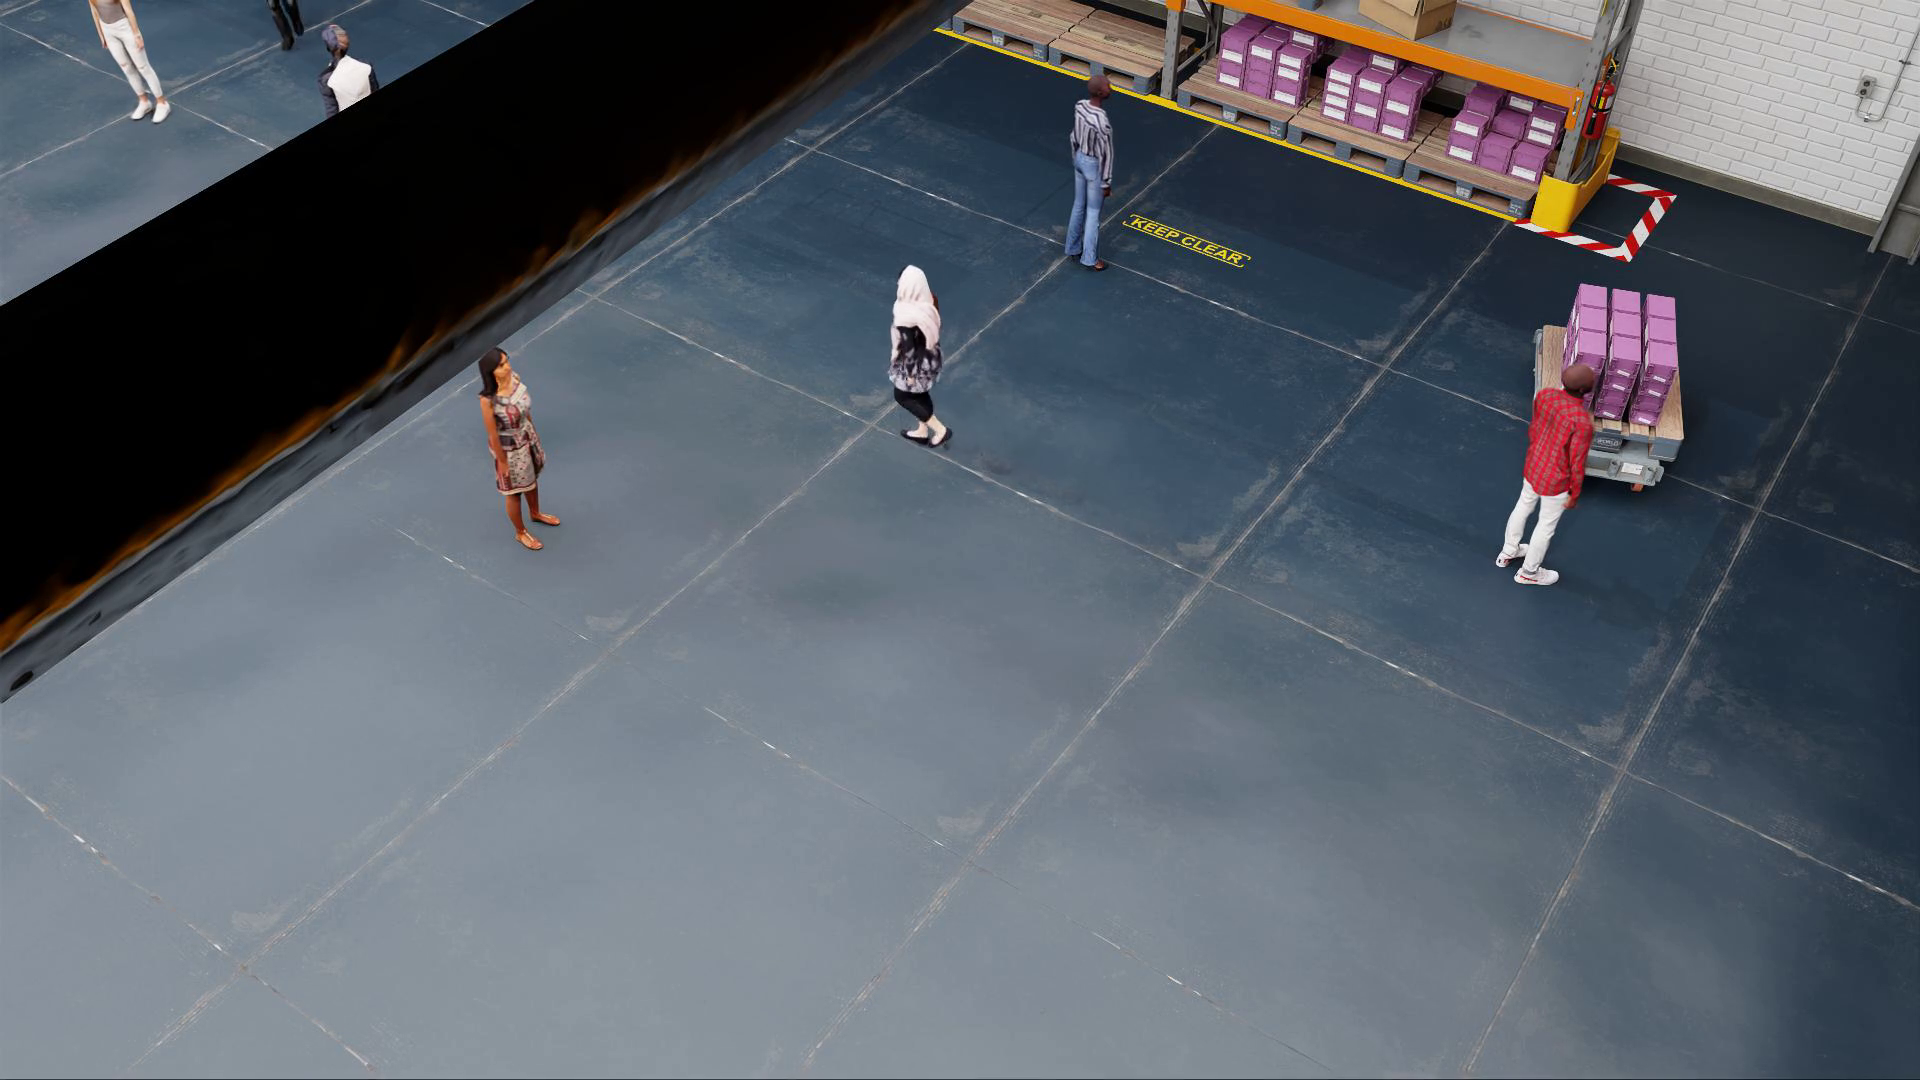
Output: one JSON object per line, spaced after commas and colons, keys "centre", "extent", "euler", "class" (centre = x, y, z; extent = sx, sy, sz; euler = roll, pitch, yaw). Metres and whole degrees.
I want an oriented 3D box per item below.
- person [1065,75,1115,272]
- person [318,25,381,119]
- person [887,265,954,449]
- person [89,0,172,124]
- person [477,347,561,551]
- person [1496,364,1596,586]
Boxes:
{"centre": [1.110, -3.113, 14.093], "extent": [0.770, 1.791, 0.632], "euler": [-22, 48, -21], "class": "person"}
{"centre": [-5.230, -3.586, 14.516], "extent": [0.727, 1.893, 0.662], "euler": [-32, 52, -29], "class": "person"}
{"centre": [-0.225, -1.314, 12.327], "extent": [0.784, 1.623, 0.691], "euler": [17, 46, 17], "class": "person"}
{"centre": [-8.049, -4.870, 15.991], "extent": [0.590, 1.718, 0.717], "euler": [6, 44, 6], "class": "person"}
{"centre": [-3.124, -0.674, 11.639], "extent": [0.616, 1.645, 0.699], "euler": [15, 46, 15], "class": "person"}
{"centre": [4.005, -0.461, 11.289], "extent": [0.816, 1.819, 0.709], "euler": [-16, 46, -16], "class": "person"}
